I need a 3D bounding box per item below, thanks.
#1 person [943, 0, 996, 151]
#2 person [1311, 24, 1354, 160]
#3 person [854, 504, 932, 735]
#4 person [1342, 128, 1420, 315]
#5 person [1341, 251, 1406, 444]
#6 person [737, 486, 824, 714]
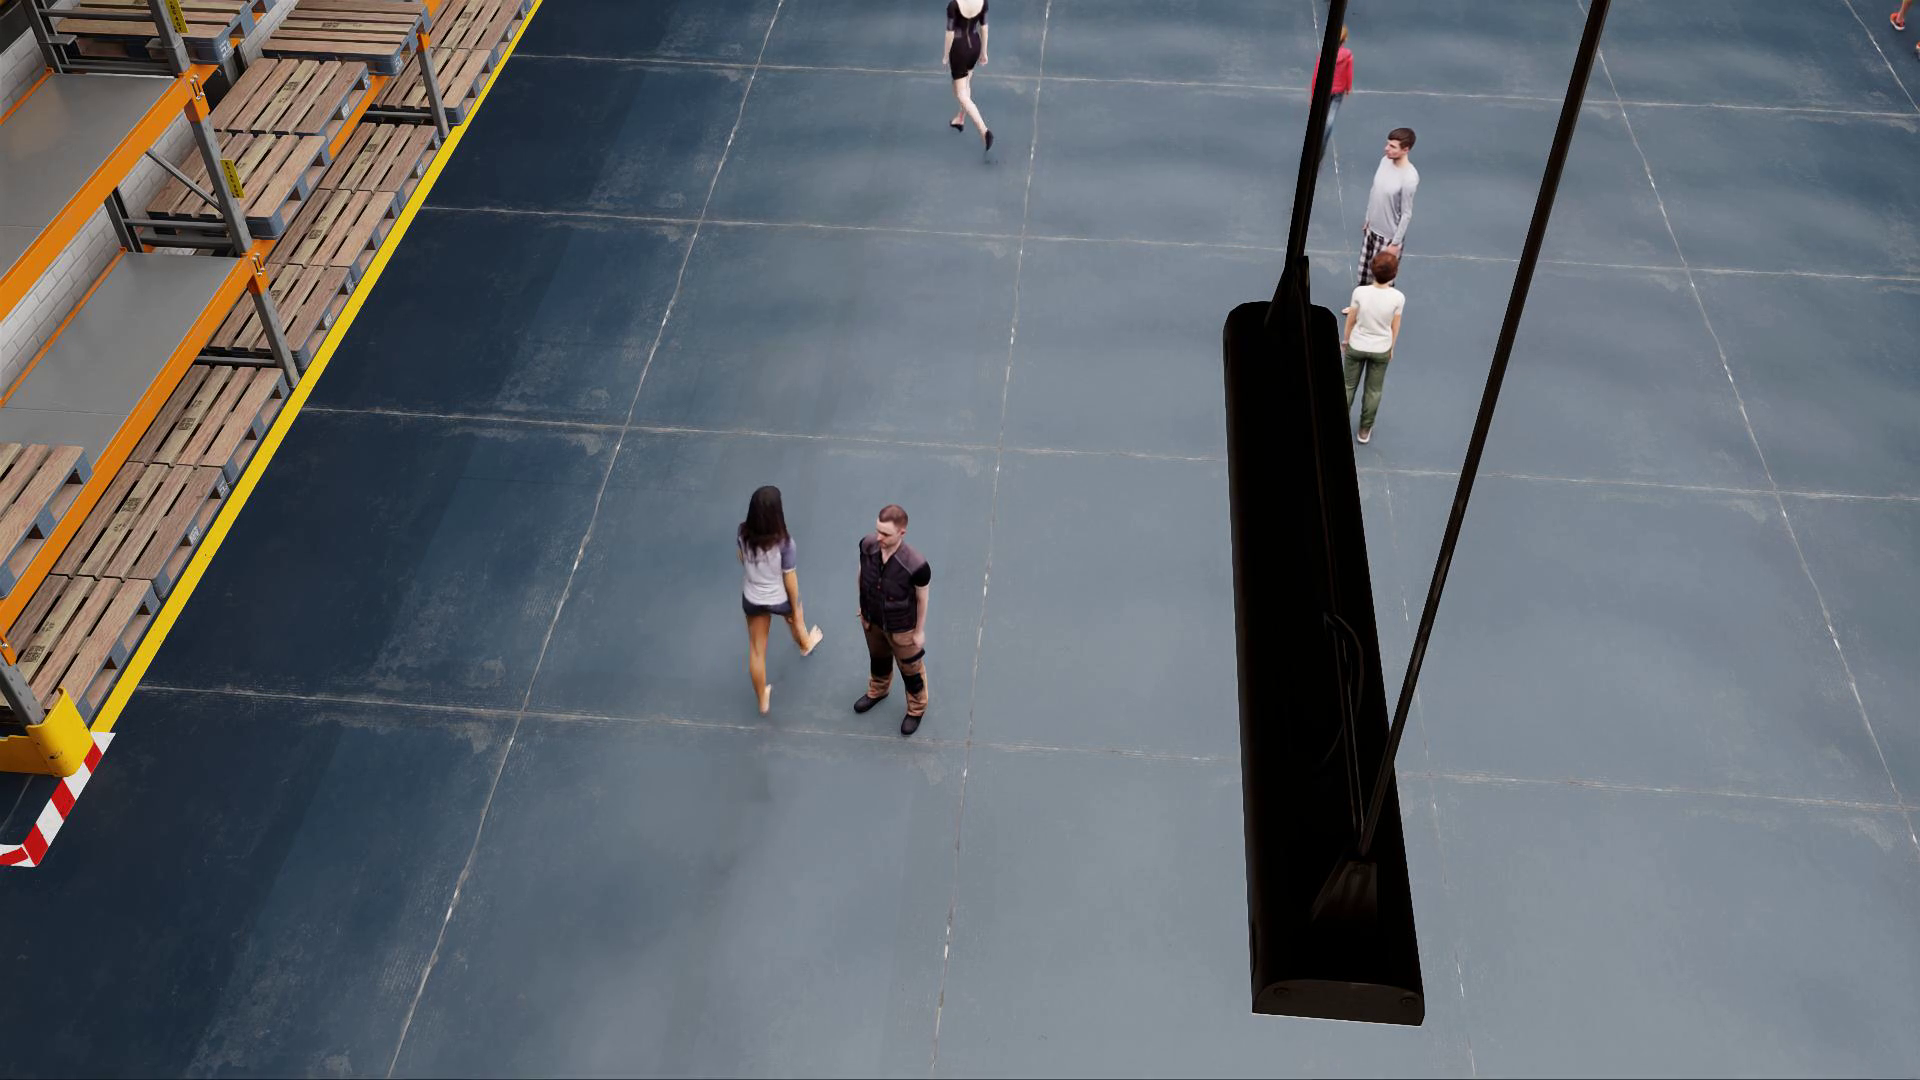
[{"bbox_3d":[0.091,-4.557,15.813,1.013,1.805,1.147,-24,49,-23],"label":"person"},{"bbox_3d":[3.527,-4.241,15.859,0.674,1.284,0.973,13,45,14],"label":"person"},{"bbox_3d":[-0.412,0.466,10.513,0.771,1.842,0.762,24,49,23],"label":"person"},{"bbox_3d":[3.509,-2.564,13.691,0.762,1.847,0.628,-14,45,-14],"label":"person"},{"bbox_3d":[3.115,-1.456,12.668,0.588,1.653,0.592,11,45,11],"label":"person"},{"bbox_3d":[-1.244,0.435,10.654,0.762,1.693,1.073,9,44,9],"label":"person"}]
